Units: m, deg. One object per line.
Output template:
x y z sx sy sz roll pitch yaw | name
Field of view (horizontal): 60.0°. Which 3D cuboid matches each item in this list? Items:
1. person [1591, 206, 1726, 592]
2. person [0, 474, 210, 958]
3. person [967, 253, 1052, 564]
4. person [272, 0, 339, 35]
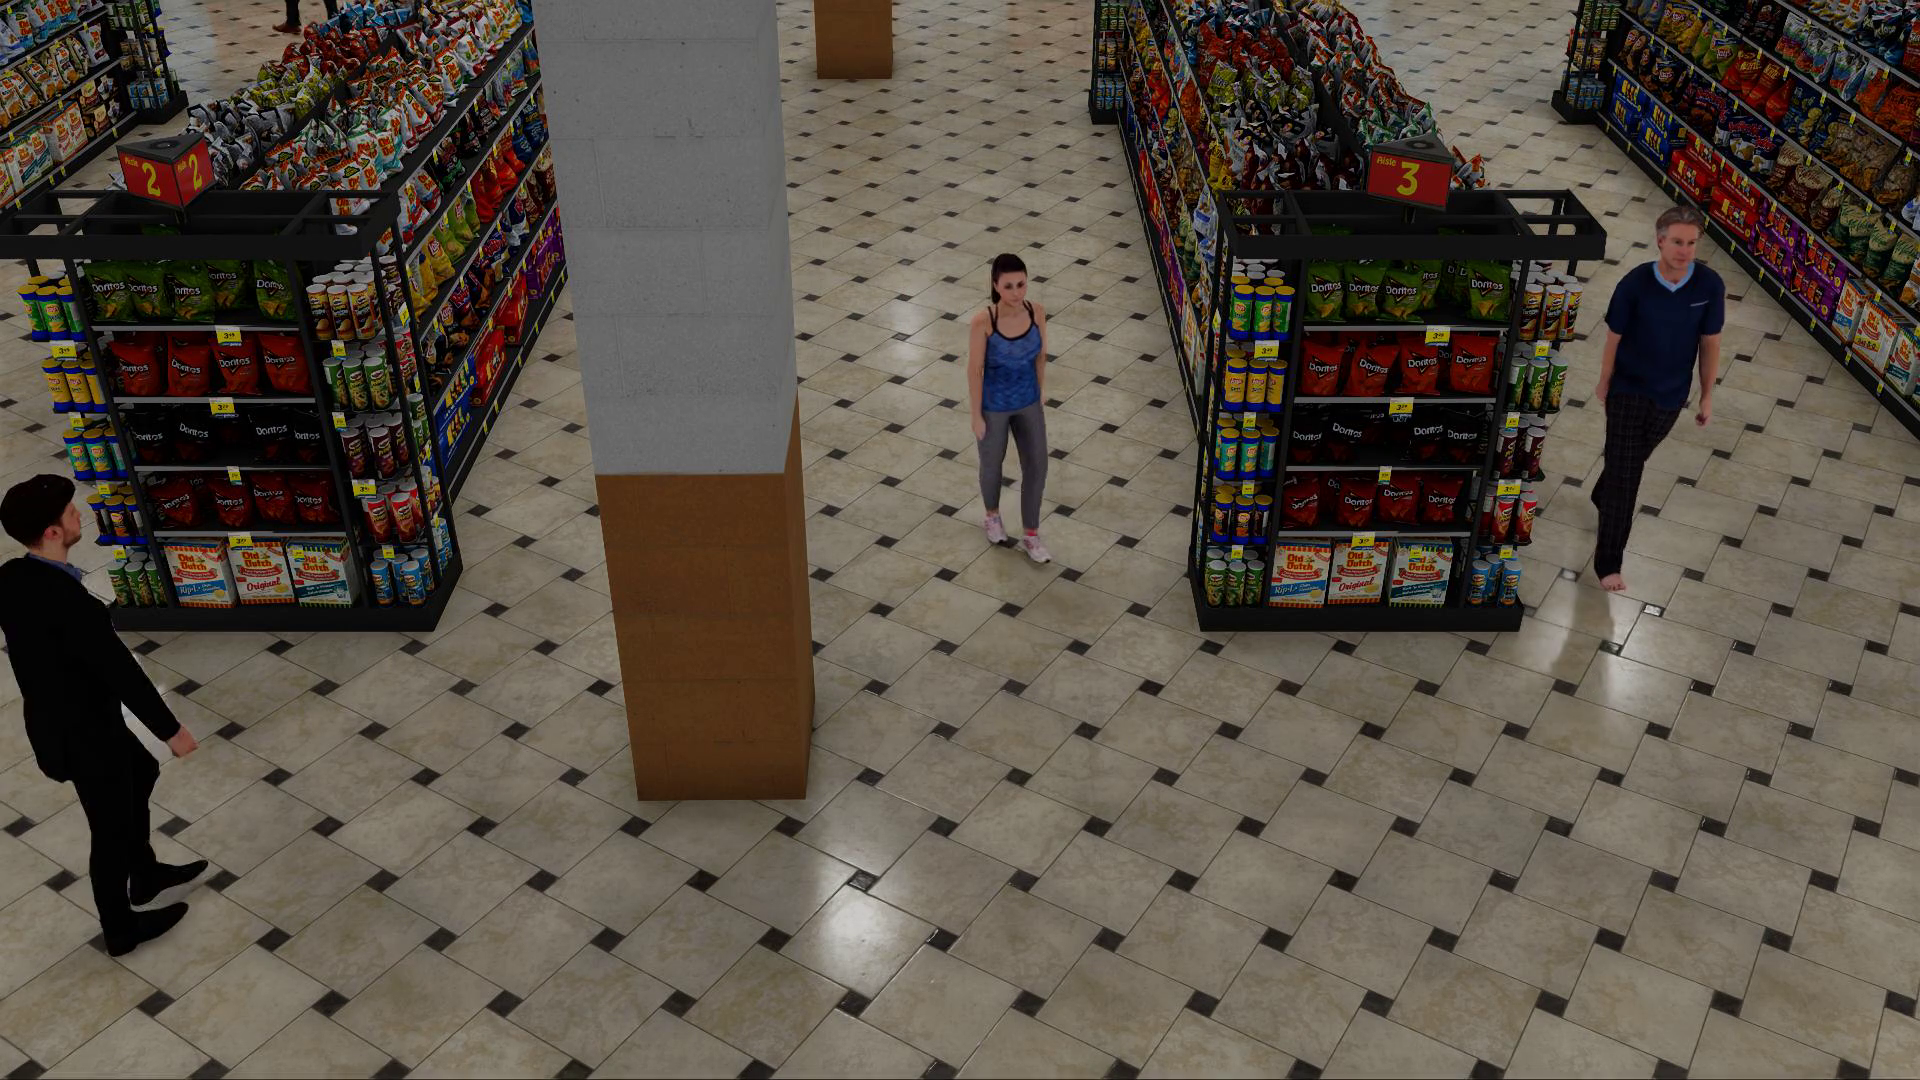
3.322 -0.739 8.090 0.703 1.818 1.168 2 32 3 | person
-3.104 0.694 5.745 0.886 1.863 0.939 27 41 36 | person
0.213 -0.688 8.226 0.722 1.589 0.856 -10 33 -16 | person
-6.353 -5.822 16.278 0.983 1.799 1.001 12 34 19 | person
